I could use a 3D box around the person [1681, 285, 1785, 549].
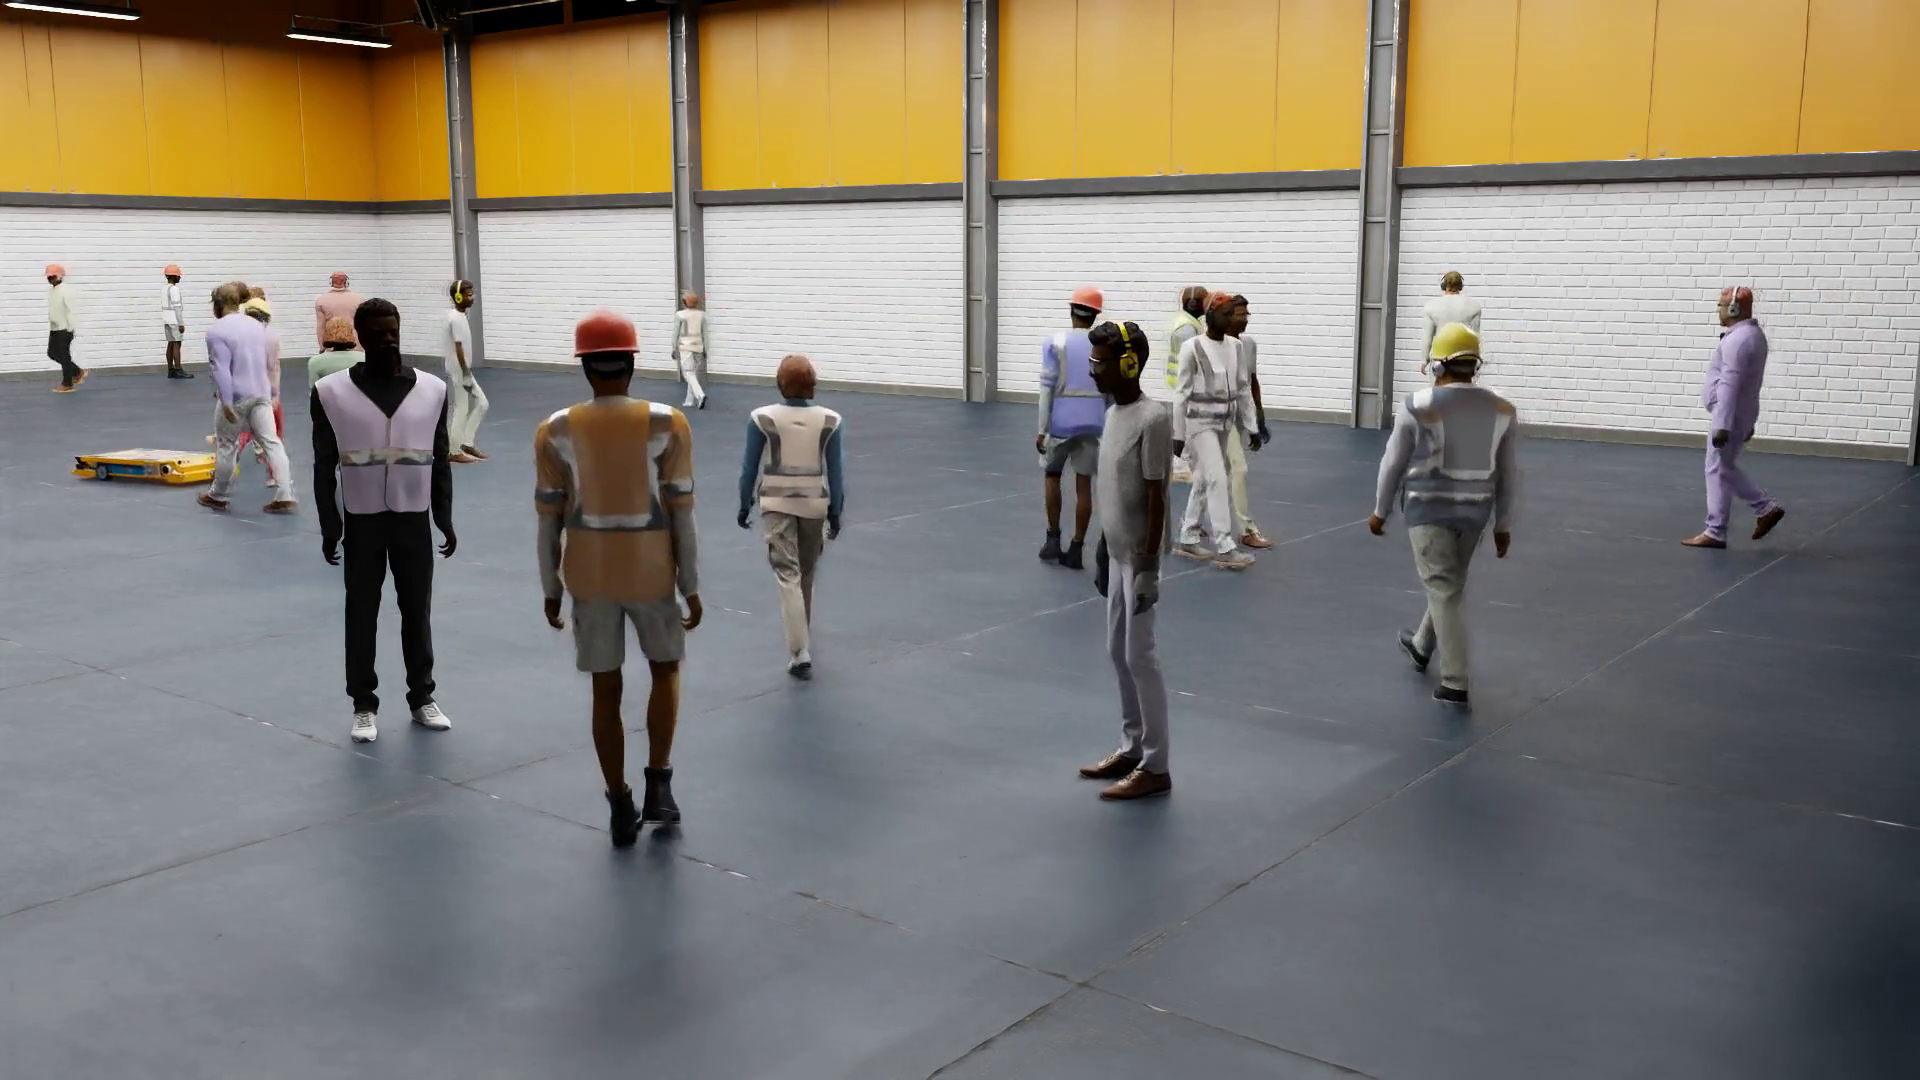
[{"bbox_3d":[5.553,-0.862,11.869,0.536,1.893,0.653,6,12,33],"label":"person"}]

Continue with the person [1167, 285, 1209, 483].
[{"bbox_3d":[2.142,-1.430,15.354,0.464,1.823,0.651,2,10,12],"label":"person"}]

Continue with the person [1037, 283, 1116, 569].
[{"bbox_3d":[0.780,-0.776,11.305,0.579,1.906,0.653,-2,10,-11],"label":"person"}]

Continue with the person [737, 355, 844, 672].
[{"bbox_3d":[-0.850,-0.147,8.545,0.520,1.599,0.847,-4,10,-20],"label":"person"}]

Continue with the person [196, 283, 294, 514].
[{"bbox_3d":[-5.853,-1.141,13.561,0.988,1.880,0.621,5,11,25],"label":"person"}]

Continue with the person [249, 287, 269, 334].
[{"bbox_3d":[-10.750,-3.058,25.433,0.520,1.618,0.603,7,12,35],"label":"person"}]

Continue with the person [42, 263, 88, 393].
[{"bbox_3d":[-13.760,-3.256,25.535,0.636,1.980,0.514,7,12,36],"label":"person"}]

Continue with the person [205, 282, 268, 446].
[{"bbox_3d":[-7.891,-1.906,18.190,0.887,1.806,0.633,3,10,17],"label":"person"}]

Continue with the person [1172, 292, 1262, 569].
[{"bbox_3d":[1.795,-0.737,11.255,0.600,1.845,0.889,-9,13,-43],"label":"person"}]

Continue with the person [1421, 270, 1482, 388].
[{"bbox_3d":[5.326,-1.956,18.087,0.627,1.940,0.372,2,10,9],"label":"person"}]

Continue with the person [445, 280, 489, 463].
[{"bbox_3d":[-4.979,-1.694,16.819,0.508,1.850,0.550,-2,10,-10],"label":"person"}]

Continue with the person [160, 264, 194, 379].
[{"bbox_3d":[-13.367,-3.714,28.325,0.544,1.939,0.372,9,13,42],"label":"person"}]

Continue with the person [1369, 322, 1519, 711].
[{"bbox_3d":[2.290,-0.143,7.968,0.602,1.775,0.960,-2,10,-12],"label":"person"}]

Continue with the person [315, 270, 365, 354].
[{"bbox_3d":[-7.891,-2.494,21.312,0.636,1.911,0.406,-3,10,-19],"label":"person"}]

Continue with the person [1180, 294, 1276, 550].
[{"bbox_3d":[1.965,-0.879,12.175,0.519,1.839,0.946,-9,13,-41],"label":"person"}]

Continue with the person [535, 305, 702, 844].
[{"bbox_3d":[-1.218,0.132,5.959,0.581,1.925,0.438,-1,10,-6],"label":"person"}]

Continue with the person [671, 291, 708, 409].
[{"bbox_3d":[-3.663,-2.591,22.756,0.521,1.615,0.756,-8,12,-39],"label":"person"}]

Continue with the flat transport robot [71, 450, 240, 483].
[{"bbox_3d":[-7.584,-0.707,15.664,1.431,0.197,0.652,4,11,22],"label":"flat transport robot"}]

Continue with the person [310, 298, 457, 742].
[{"bbox_3d":[-2.516,-0.093,7.303,0.591,1.919,0.390,-6,12,-32],"label":"person"}]

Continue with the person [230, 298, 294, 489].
[{"bbox_3d":[-6.324,-1.293,14.842,0.535,1.728,0.767,2,10,13],"label":"person"}]

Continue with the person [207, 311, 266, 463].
[{"bbox_3d":[-7.257,-1.549,16.705,0.507,1.617,0.375,-3,10,-18],"label":"person"}]

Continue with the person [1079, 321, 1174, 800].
[{"bbox_3d":[0.659,0.081,6.498,0.330,1.853,0.522,-3,10,-16],"label":"person"}]

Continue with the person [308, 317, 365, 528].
[{"bbox_3d":[-4.744,-0.902,12.837,0.500,1.633,0.285,-5,11,-29],"label":"person"}]
